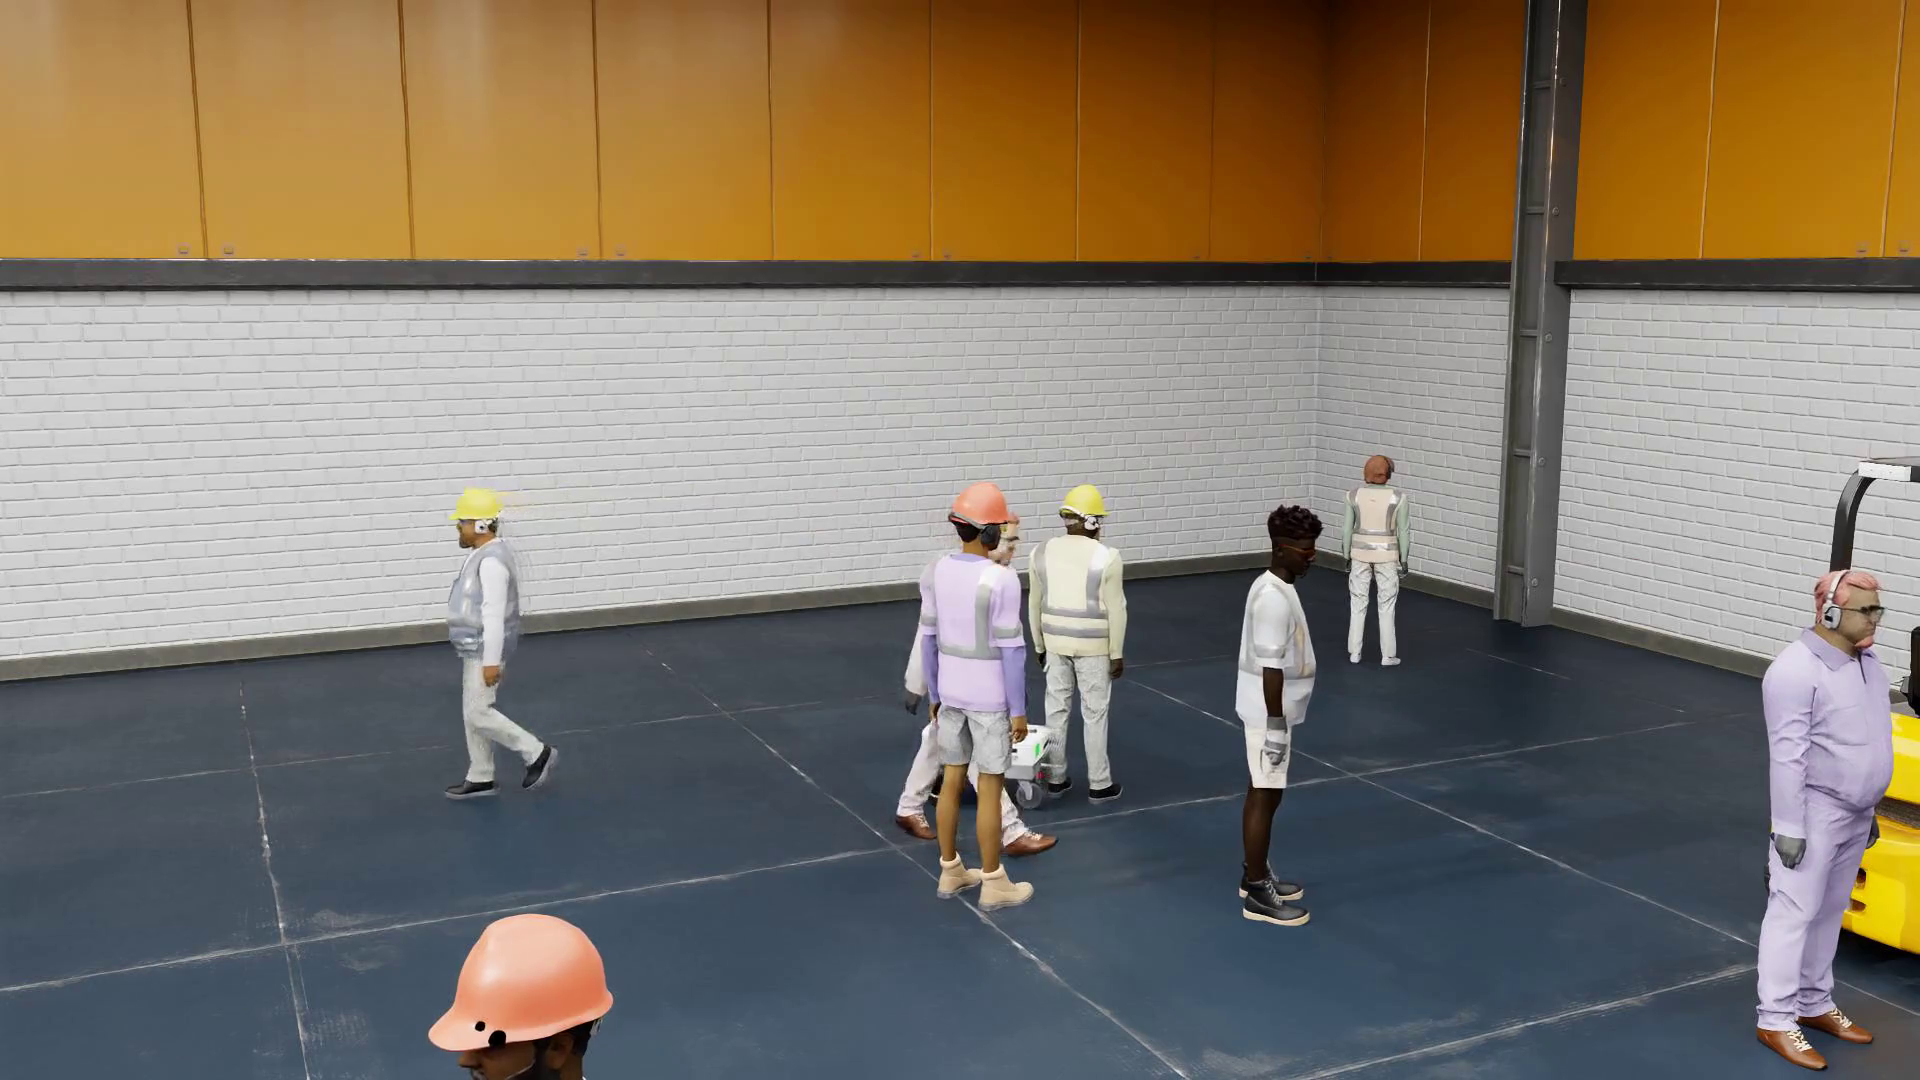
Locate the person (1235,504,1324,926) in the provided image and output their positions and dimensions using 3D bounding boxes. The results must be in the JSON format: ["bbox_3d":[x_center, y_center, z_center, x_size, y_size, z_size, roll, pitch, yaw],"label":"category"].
[{"bbox_3d":[1.492,0.803,7.836,0.385,1.958,0.608,2,9,10],"label":"person"}]

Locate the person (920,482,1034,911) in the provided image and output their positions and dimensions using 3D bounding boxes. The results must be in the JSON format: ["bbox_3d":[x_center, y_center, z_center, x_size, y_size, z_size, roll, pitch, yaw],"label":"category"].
[{"bbox_3d":[0.088,0.740,7.968,0.605,2.045,0.388,9,13,43],"label":"person"}]

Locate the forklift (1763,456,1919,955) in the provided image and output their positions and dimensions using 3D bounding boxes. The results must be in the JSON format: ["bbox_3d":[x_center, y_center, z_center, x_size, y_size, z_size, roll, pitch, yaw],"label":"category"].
[{"bbox_3d":[4.857,0.731,7.561,2.313,2.155,1.214,-4,10,-25],"label":"forklift"}]

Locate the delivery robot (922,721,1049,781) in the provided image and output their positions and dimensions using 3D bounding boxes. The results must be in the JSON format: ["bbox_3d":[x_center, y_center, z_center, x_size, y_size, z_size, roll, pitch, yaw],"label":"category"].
[{"bbox_3d":[0.154,1.180,9.553,0.707,0.478,0.477,2,9,13],"label":"delivery robot"}]

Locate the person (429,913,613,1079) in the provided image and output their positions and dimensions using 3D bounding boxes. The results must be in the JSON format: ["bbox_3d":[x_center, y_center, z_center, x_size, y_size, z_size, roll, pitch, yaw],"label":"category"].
[{"bbox_3d":[-0.730,1.597,2.981,0.354,1.939,0.544,-8,12,-41],"label":"person"}]

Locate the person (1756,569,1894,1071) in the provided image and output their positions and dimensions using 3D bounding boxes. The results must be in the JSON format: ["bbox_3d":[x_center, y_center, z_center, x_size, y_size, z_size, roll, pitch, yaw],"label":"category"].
[{"bbox_3d":[3.361,1.056,6.430,0.643,1.909,0.411,-7,11,-36],"label":"person"}]

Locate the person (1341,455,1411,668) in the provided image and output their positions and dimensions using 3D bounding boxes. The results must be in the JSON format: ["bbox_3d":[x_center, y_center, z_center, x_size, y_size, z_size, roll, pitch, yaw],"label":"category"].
[{"bbox_3d":[3.196,0.163,12.805,0.522,1.636,0.311,5,10,26],"label":"person"}]

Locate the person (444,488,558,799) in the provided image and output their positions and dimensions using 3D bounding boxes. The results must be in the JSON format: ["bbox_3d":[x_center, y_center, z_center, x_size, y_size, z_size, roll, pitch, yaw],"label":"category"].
[{"bbox_3d":[-2.678,0.604,9.522,0.533,1.814,0.616,-4,10,-21],"label":"person"}]

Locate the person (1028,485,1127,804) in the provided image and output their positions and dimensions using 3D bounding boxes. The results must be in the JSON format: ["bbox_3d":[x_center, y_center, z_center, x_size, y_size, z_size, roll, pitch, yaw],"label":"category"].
[{"bbox_3d":[0.683,0.597,9.536,0.591,1.824,0.404,5,10,29],"label":"person"}]

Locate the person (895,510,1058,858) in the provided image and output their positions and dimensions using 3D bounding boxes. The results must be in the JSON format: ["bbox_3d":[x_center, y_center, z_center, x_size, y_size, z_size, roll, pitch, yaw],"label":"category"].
[{"bbox_3d":[0.064,0.734,8.706,1.067,1.823,0.650,6,11,31],"label":"person"}]
